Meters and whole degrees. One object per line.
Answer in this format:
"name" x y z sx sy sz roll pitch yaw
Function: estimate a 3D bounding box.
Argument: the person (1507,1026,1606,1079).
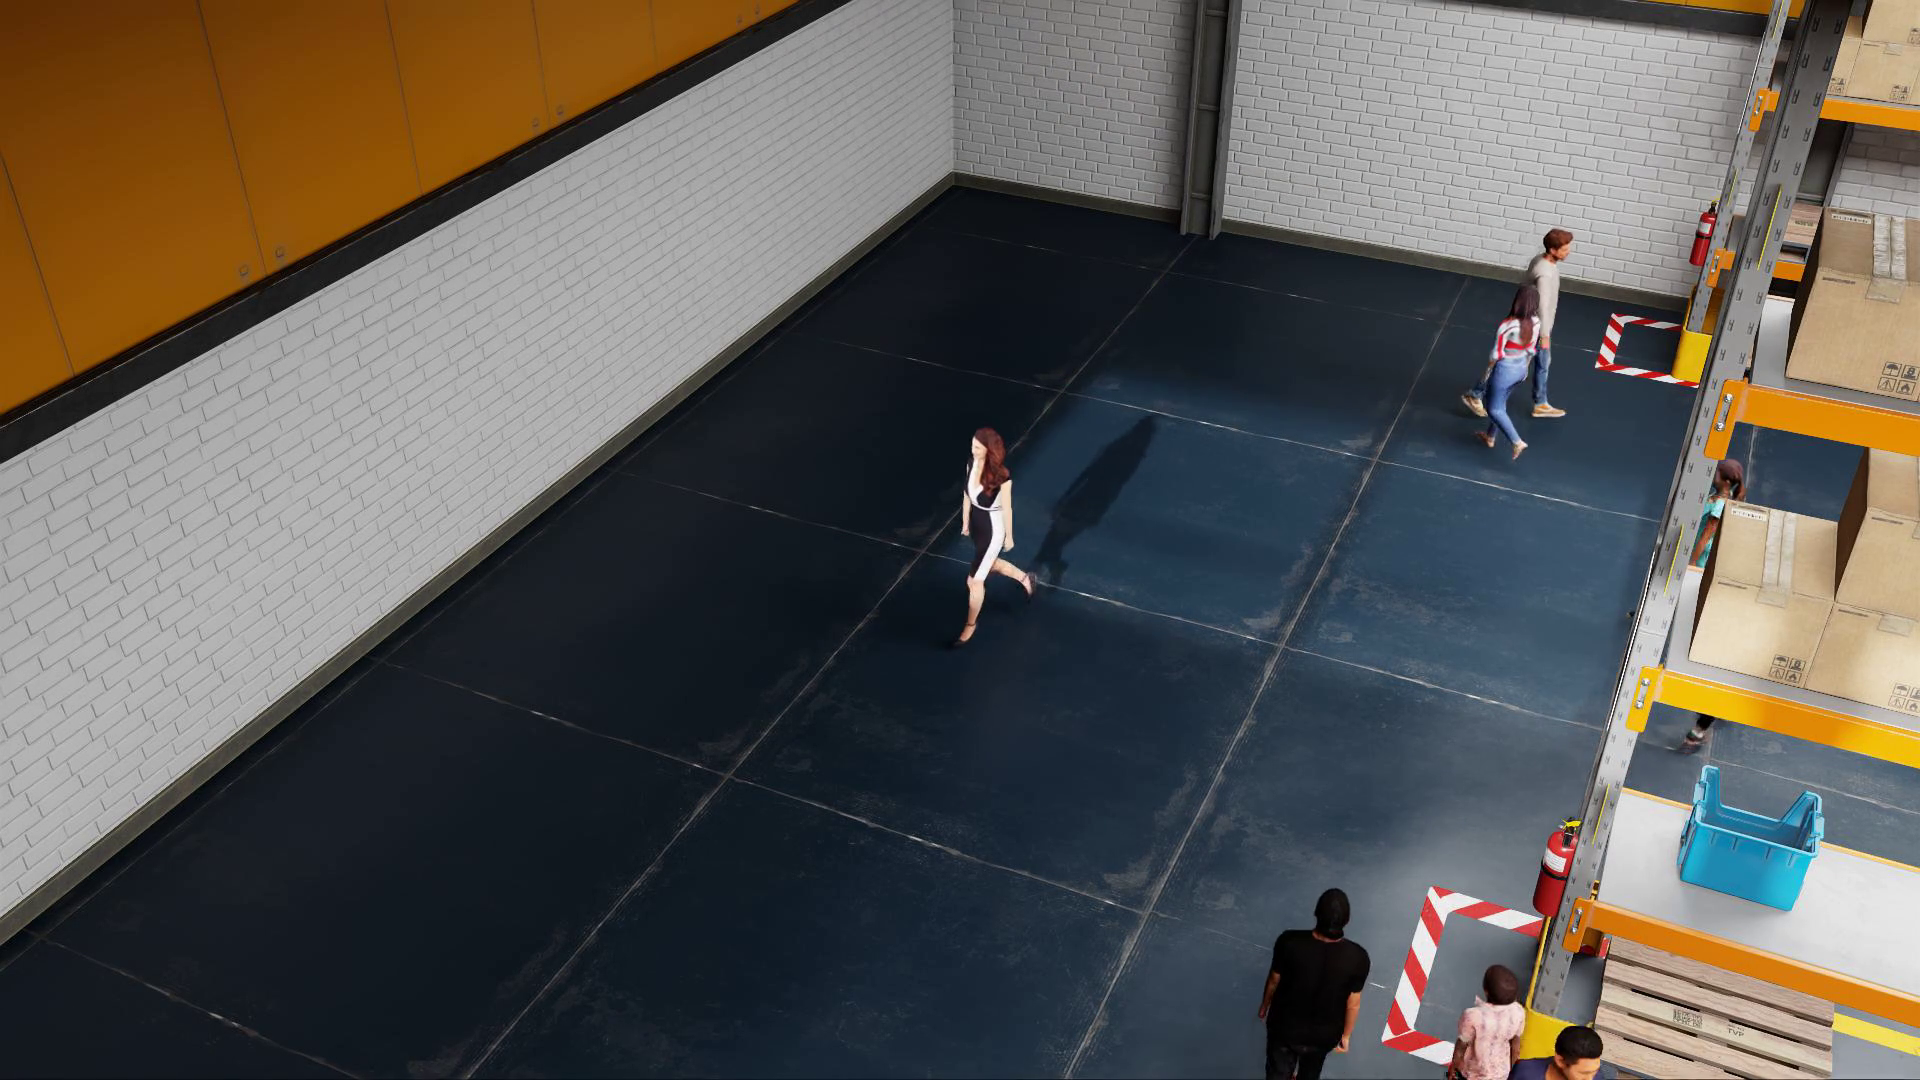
"person" 2.669 2.806 7.844 0.778 1.767 0.844 -7 34 -11

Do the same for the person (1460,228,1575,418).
"person" 5.021 -1.894 14.832 1.188 1.858 0.736 10 35 15

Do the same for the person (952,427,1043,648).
"person" 0.269 -0.061 12.156 0.972 1.768 1.110 -23 40 -31

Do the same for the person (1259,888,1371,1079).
"person" 1.737 2.478 8.363 1.070 1.738 0.884 5 34 8

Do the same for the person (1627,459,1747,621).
"person" 5.483 0.127 12.089 1.040 1.529 0.579 15 37 21

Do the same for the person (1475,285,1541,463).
"person" 4.775 -1.413 14.346 0.908 1.596 1.013 -15 37 -22

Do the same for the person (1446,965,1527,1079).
"person" 2.681 2.710 8.413 0.769 1.297 0.802 -7 34 -11
